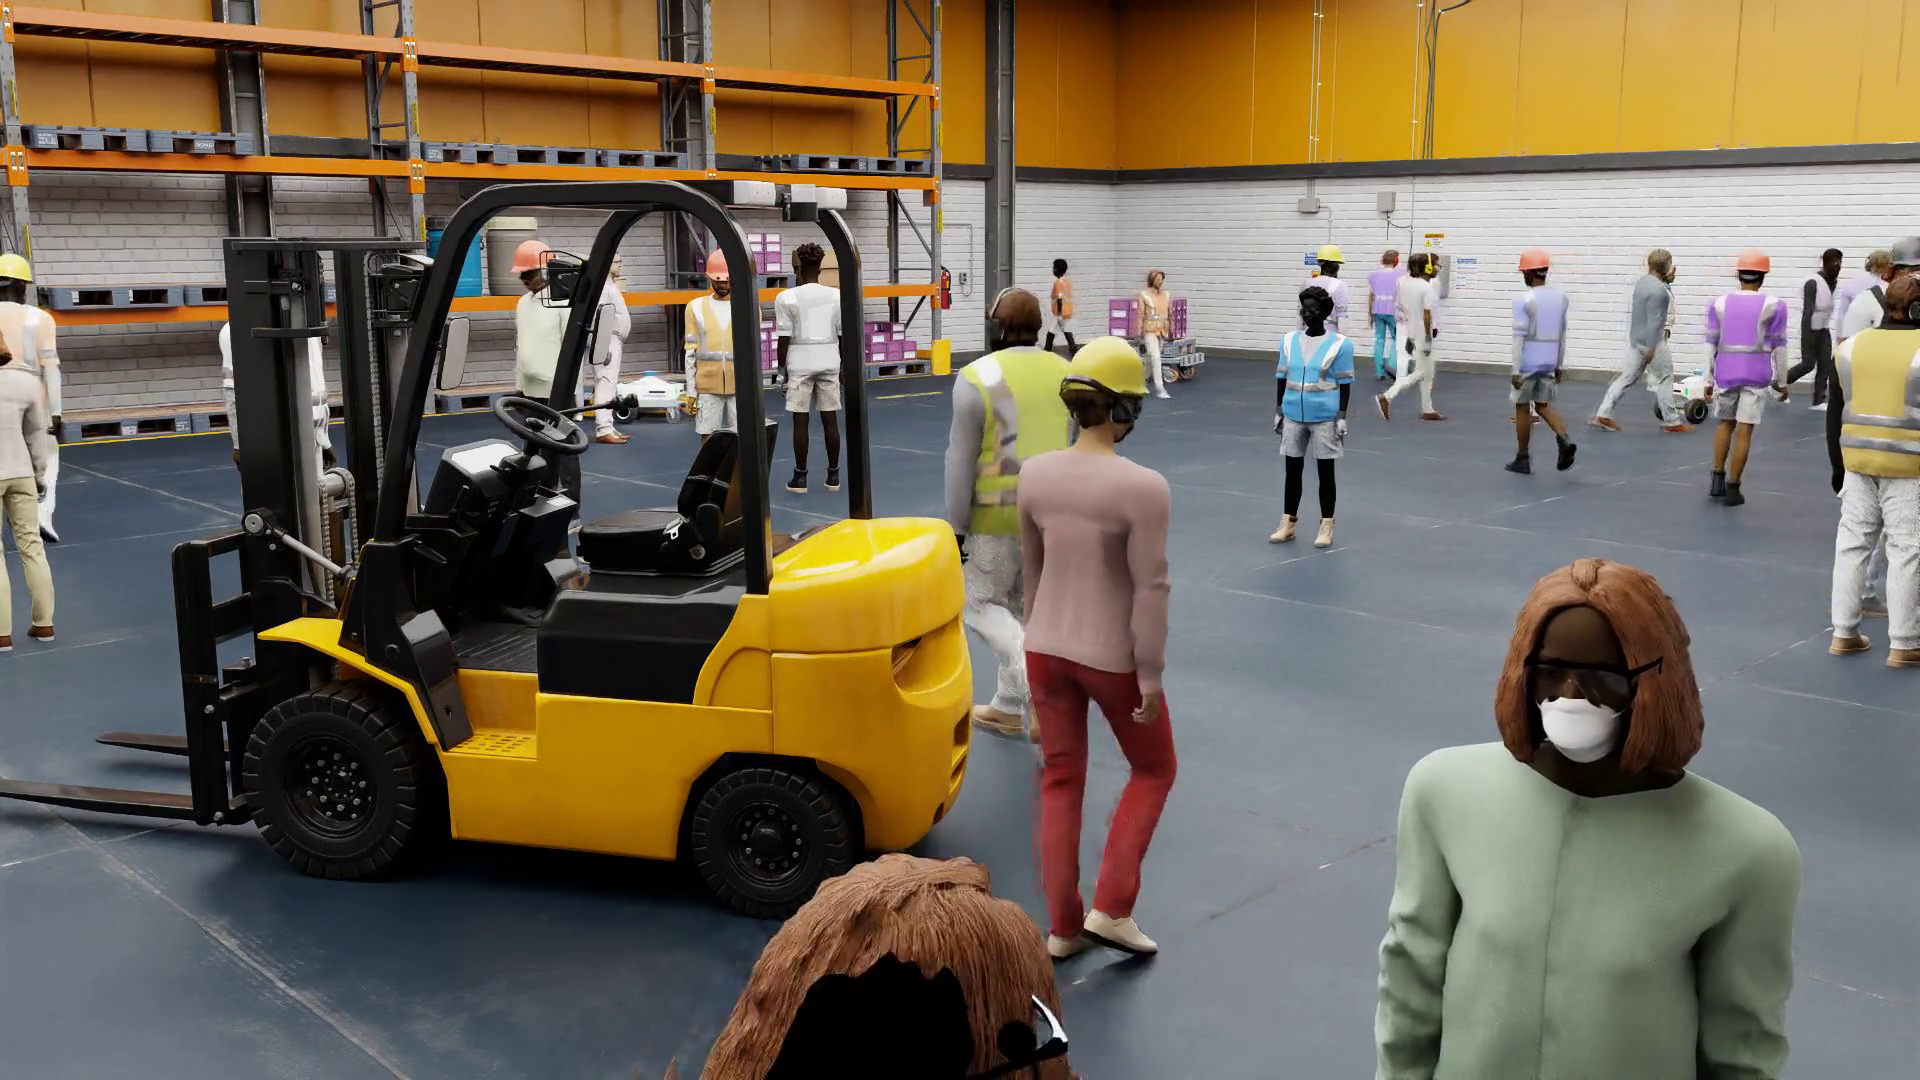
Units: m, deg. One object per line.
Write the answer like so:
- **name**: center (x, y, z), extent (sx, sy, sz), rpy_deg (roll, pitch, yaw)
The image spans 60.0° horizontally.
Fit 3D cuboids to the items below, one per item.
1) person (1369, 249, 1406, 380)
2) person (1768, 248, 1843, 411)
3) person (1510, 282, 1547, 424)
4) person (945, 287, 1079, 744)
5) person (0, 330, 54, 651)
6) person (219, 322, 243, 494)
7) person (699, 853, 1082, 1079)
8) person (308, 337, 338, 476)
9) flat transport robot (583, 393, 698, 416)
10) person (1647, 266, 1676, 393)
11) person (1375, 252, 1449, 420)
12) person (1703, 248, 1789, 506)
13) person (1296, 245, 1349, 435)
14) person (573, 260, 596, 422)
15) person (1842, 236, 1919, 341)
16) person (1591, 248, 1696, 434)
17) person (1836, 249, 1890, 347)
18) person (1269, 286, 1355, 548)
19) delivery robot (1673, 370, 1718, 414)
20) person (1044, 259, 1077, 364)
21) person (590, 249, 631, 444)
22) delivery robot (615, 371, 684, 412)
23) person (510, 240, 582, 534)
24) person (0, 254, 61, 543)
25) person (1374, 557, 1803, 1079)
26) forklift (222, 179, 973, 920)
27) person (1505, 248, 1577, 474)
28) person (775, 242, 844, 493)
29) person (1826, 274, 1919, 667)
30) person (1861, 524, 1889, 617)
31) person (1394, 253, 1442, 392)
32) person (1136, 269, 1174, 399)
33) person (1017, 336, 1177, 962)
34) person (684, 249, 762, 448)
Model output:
- **person**: center (5.964, -3.133, 23.215), extent (0.570, 1.829, 0.462), rpy_deg (6, 12, 32)
- **person**: center (9.848, -2.441, 19.295), extent (0.604, 1.883, 0.698), rpy_deg (-6, 12, -28)
- **person**: center (6.138, -2.182, 17.906), extent (0.328, 1.874, 0.517), rpy_deg (4, 11, 20)
- **person**: center (0.257, -0.075, 6.542), extent (0.644, 1.824, 0.639), rpy_deg (-8, 13, -37)
- **person**: center (-4.716, -0.273, 8.146), extent (0.267, 1.631, 0.509), rpy_deg (6, 12, 29)
- **person**: center (-3.663, -0.570, 8.965), extent (0.382, 1.924, 0.552), rpy_deg (6, 12, 28)
- **person**: center (-0.132, 1.016, 1.137), extent (0.464, 1.621, 0.516), rpy_deg (-8, 13, -36)
- **person**: center (-3.478, -0.504, 8.726), extent (0.355, 1.882, 0.576), rpy_deg (2, 10, 8)
- **flat transport robot**: center (-3.561, -1.532, 18.728), extent (1.431, 0.197, 0.652), rpy_deg (-2, 11, -9)
- **person**: center (9.073, -2.727, 21.508), extent (0.308, 1.641, 0.511), rpy_deg (7, 12, 32)
- **person**: center (4.950, -2.197, 18.083), extent (0.802, 1.848, 0.520), rpy_deg (-1, 10, -5)
- **person**: center (5.928, -1.221, 12.519), extent (0.560, 1.917, 0.576), rpy_deg (9, 14, 42)
- **person**: center (3.673, -2.010, 16.823), extent (0.383, 1.923, 0.589), rpy_deg (-9, 14, -41)
- **person**: center (-4.055, -2.158, 18.058), extent (0.523, 1.769, 0.320), rpy_deg (-1, 10, -6)
- **person**: center (6.289, -1.023, 11.125), extent (0.697, 2.000, 0.659), rpy_deg (1, 10, 4)
- **person**: center (6.988, -2.016, 16.960), extent (1.005, 1.900, 0.639), rpy_deg (1, 10, 3)
- **person**: center (9.135, -1.962, 16.678), extent (0.619, 1.896, 1.022), rpy_deg (3, 11, 17)
- **person**: center (2.288, -0.799, 10.835), extent (0.529, 1.697, 0.321), rpy_deg (7, 13, 34)
- **delivery robot**: center (8.026, -1.609, 18.114), extent (0.707, 0.478, 0.477), rpy_deg (-5, 11, -26)
- **person**: center (1.426, -3.381, 24.998), extent (0.829, 1.653, 0.546), rpy_deg (4, 11, 23)
- **person**: center (-3.414, -1.897, 16.256), extent (0.402, 1.906, 0.652), rpy_deg (-1, 10, -5)
- **delivery robot**: center (-3.359, -1.590, 18.011), extent (0.707, 0.478, 0.477), rpy_deg (1, 10, 3)
- **person**: center (-2.807, -1.018, 11.245), extent (0.629, 1.988, 0.397), rpy_deg (8, 13, 38)
- **person**: center (-6.092, -0.887, 10.763), extent (0.581, 1.905, 0.436), rpy_deg (-2, 11, -10)
- **person**: center (0.778, 0.824, 2.161), extent (0.498, 1.634, 0.283), rpy_deg (6, 12, 30)
- **forklift**: center (-1.114, -0.058, 5.440), extent (2.313, 2.155, 1.214), rpy_deg (2, 11, 13)
- **person**: center (4.871, -1.479, 13.957), extent (0.578, 1.915, 0.634), rpy_deg (-4, 11, -19)
- **person**: center (-1.165, -1.353, 13.120), extent (0.613, 1.965, 0.361), rpy_deg (-4, 11, -21)
- **person**: center (4.419, -0.326, 7.877), extent (0.430, 1.841, 0.624), rpy_deg (-6, 12, -29)
- **person**: center (5.175, -0.481, 8.727), extent (0.965, 1.830, 0.590), rpy_deg (2, 11, 12)
- **person**: center (5.935, -2.813, 21.573), extent (0.629, 1.802, 0.906), rpy_deg (8, 13, 36)
- **person**: center (2.420, -2.588, 20.840), extent (0.523, 1.606, 0.808), rpy_deg (-6, 12, -31)
- **person**: center (0.375, 0.319, 4.609), extent (0.523, 1.752, 0.375), rpy_deg (8, 13, 37)
- **person**: center (-1.647, -1.060, 11.632), extent (0.542, 1.929, 0.368), rpy_deg (-2, 11, -10)
